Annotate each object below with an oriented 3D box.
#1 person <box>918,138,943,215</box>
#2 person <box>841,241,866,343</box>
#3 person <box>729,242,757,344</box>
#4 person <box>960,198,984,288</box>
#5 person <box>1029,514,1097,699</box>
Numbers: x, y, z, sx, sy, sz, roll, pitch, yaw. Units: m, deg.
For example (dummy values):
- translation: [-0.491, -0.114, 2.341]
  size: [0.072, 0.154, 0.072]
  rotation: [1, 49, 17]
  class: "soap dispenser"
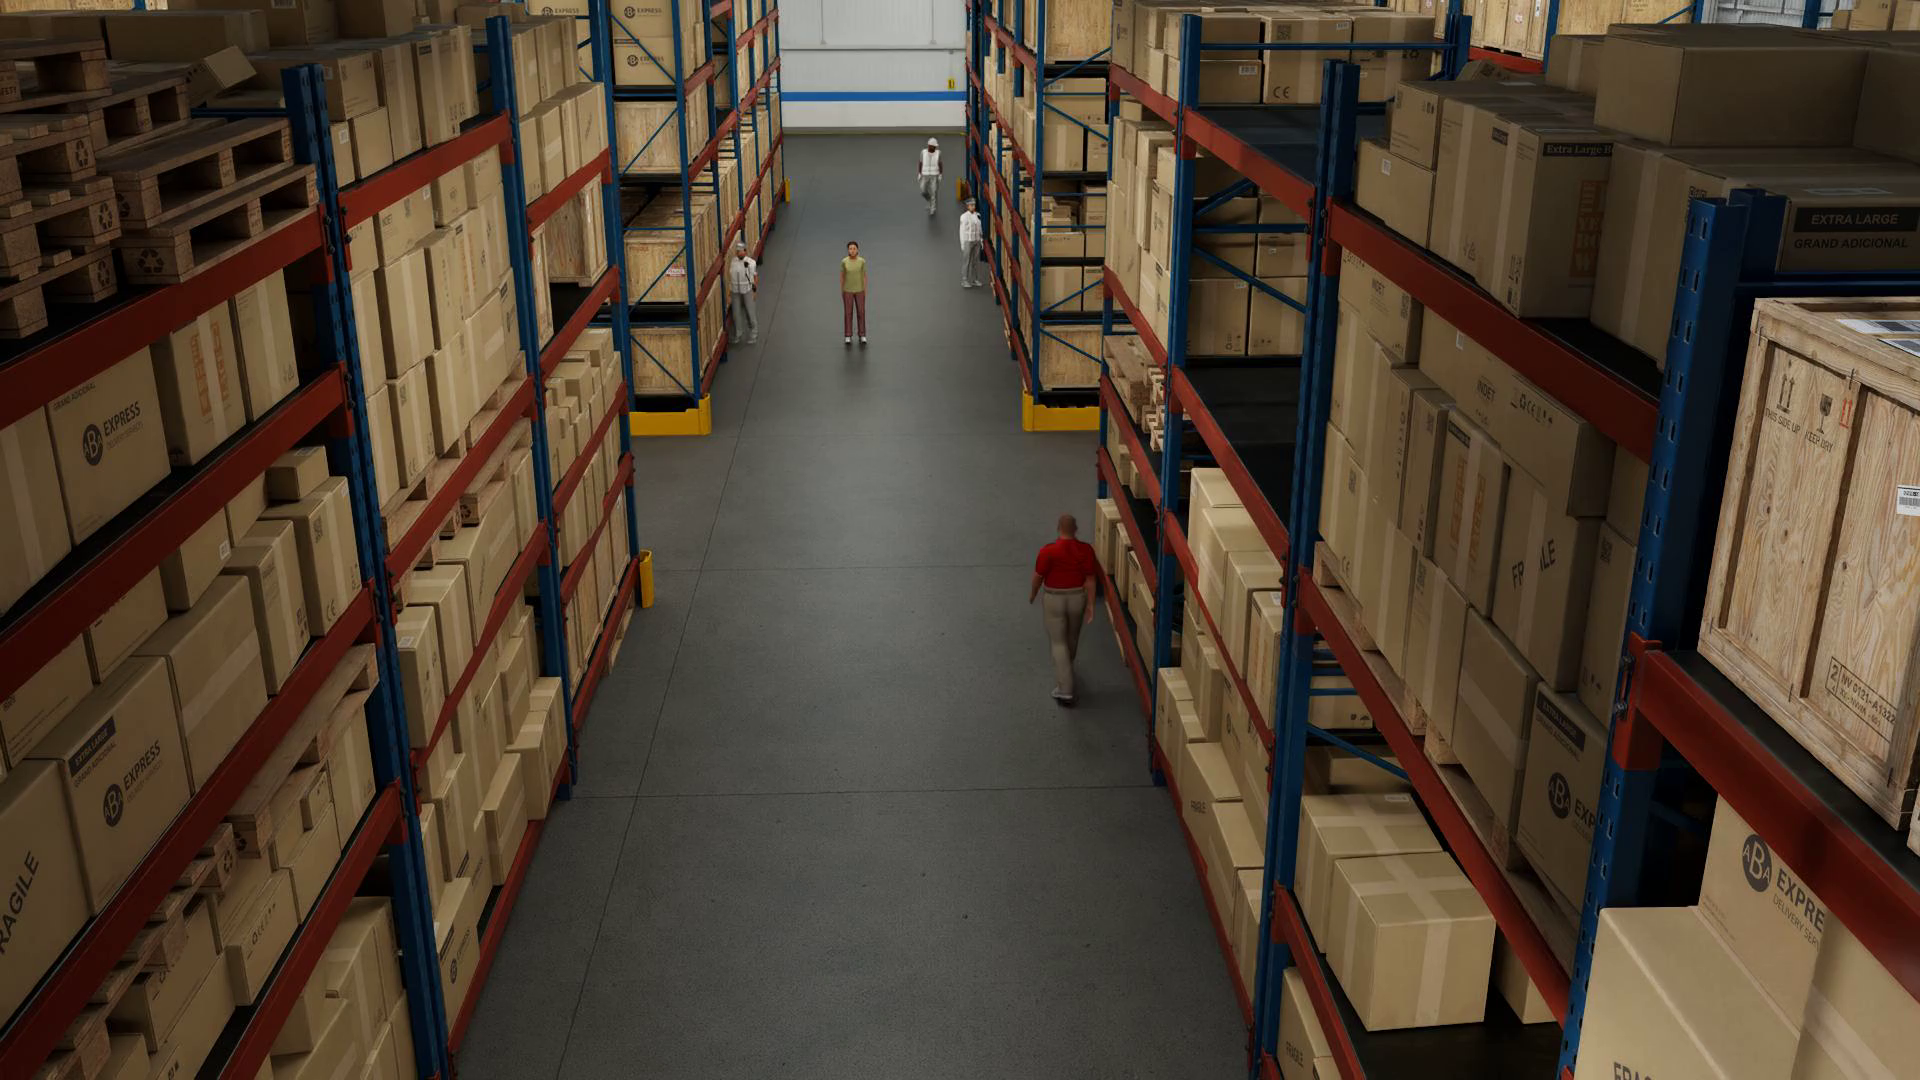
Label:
- translation: [-0.713, -8.717, 39.801]
  size: [0.592, 1.776, 0.683]
  rotation: [3, 21, 7]
  class: "person"
- translation: [-1.764, -4.138, 27.718]
  size: [0.430, 1.670, 0.407]
  rotation: [-3, 21, -7]
  class: "person"
- translation: [-3.618, -4.116, 27.674]
  size: [0.465, 1.664, 0.394]
  rotation: [4, 21, 11]
  class: "person"
- translation: [0.227, -5.712, 31.874]
  size: [0.472, 1.695, 0.355]
  rotation: [-14, 24, -32]
  class: "person"
- translation: [0.918, 0.536, 15.131]
  size: [0.549, 1.688, 1.005]
  rotation: [-5, 21, -12]
  class: "person"
